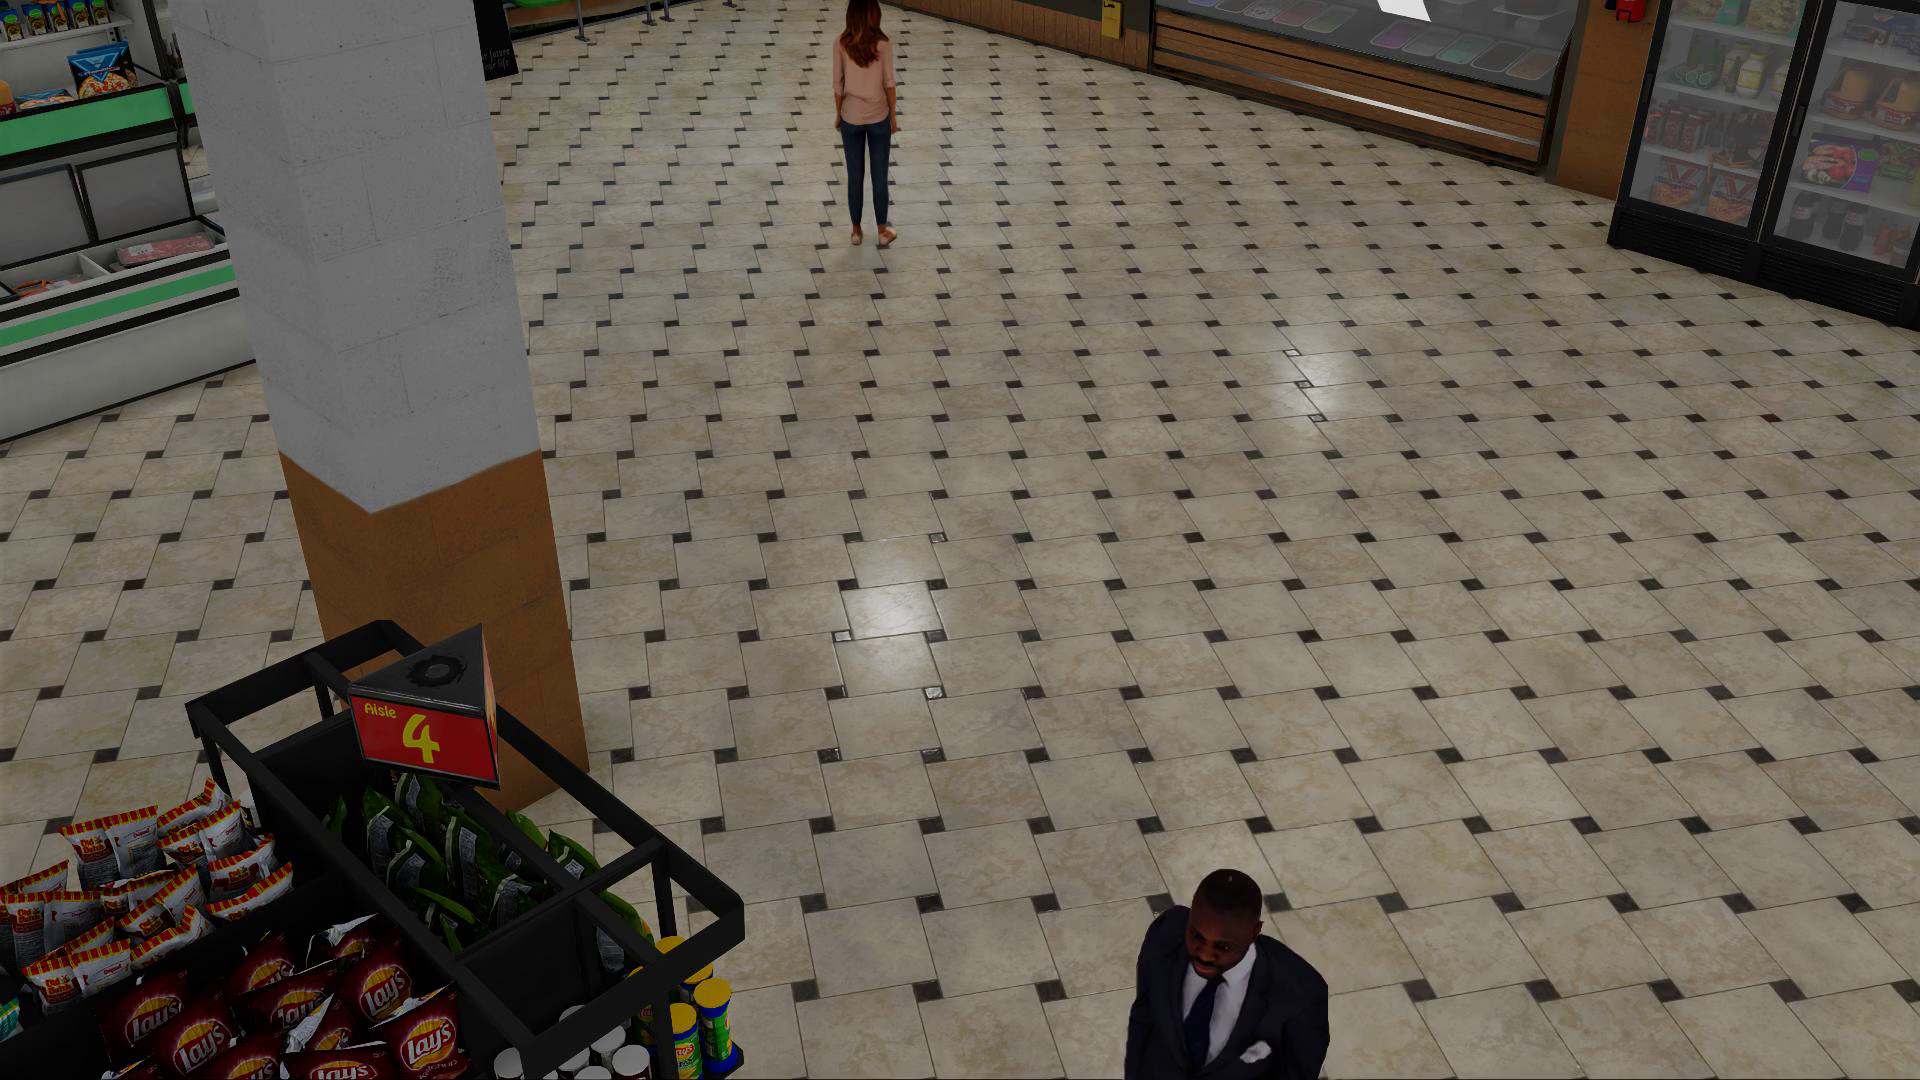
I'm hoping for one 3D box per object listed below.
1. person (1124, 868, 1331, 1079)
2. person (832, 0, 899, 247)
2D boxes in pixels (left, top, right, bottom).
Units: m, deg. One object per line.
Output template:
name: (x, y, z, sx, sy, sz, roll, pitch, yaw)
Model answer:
person: (0.703, 1.515, 4.452, 0.814, 1.797, 1.092, 20, 37, 29)
person: (-0.664, -2.939, 11.618, 0.675, 1.790, 0.710, 4, 32, 6)
